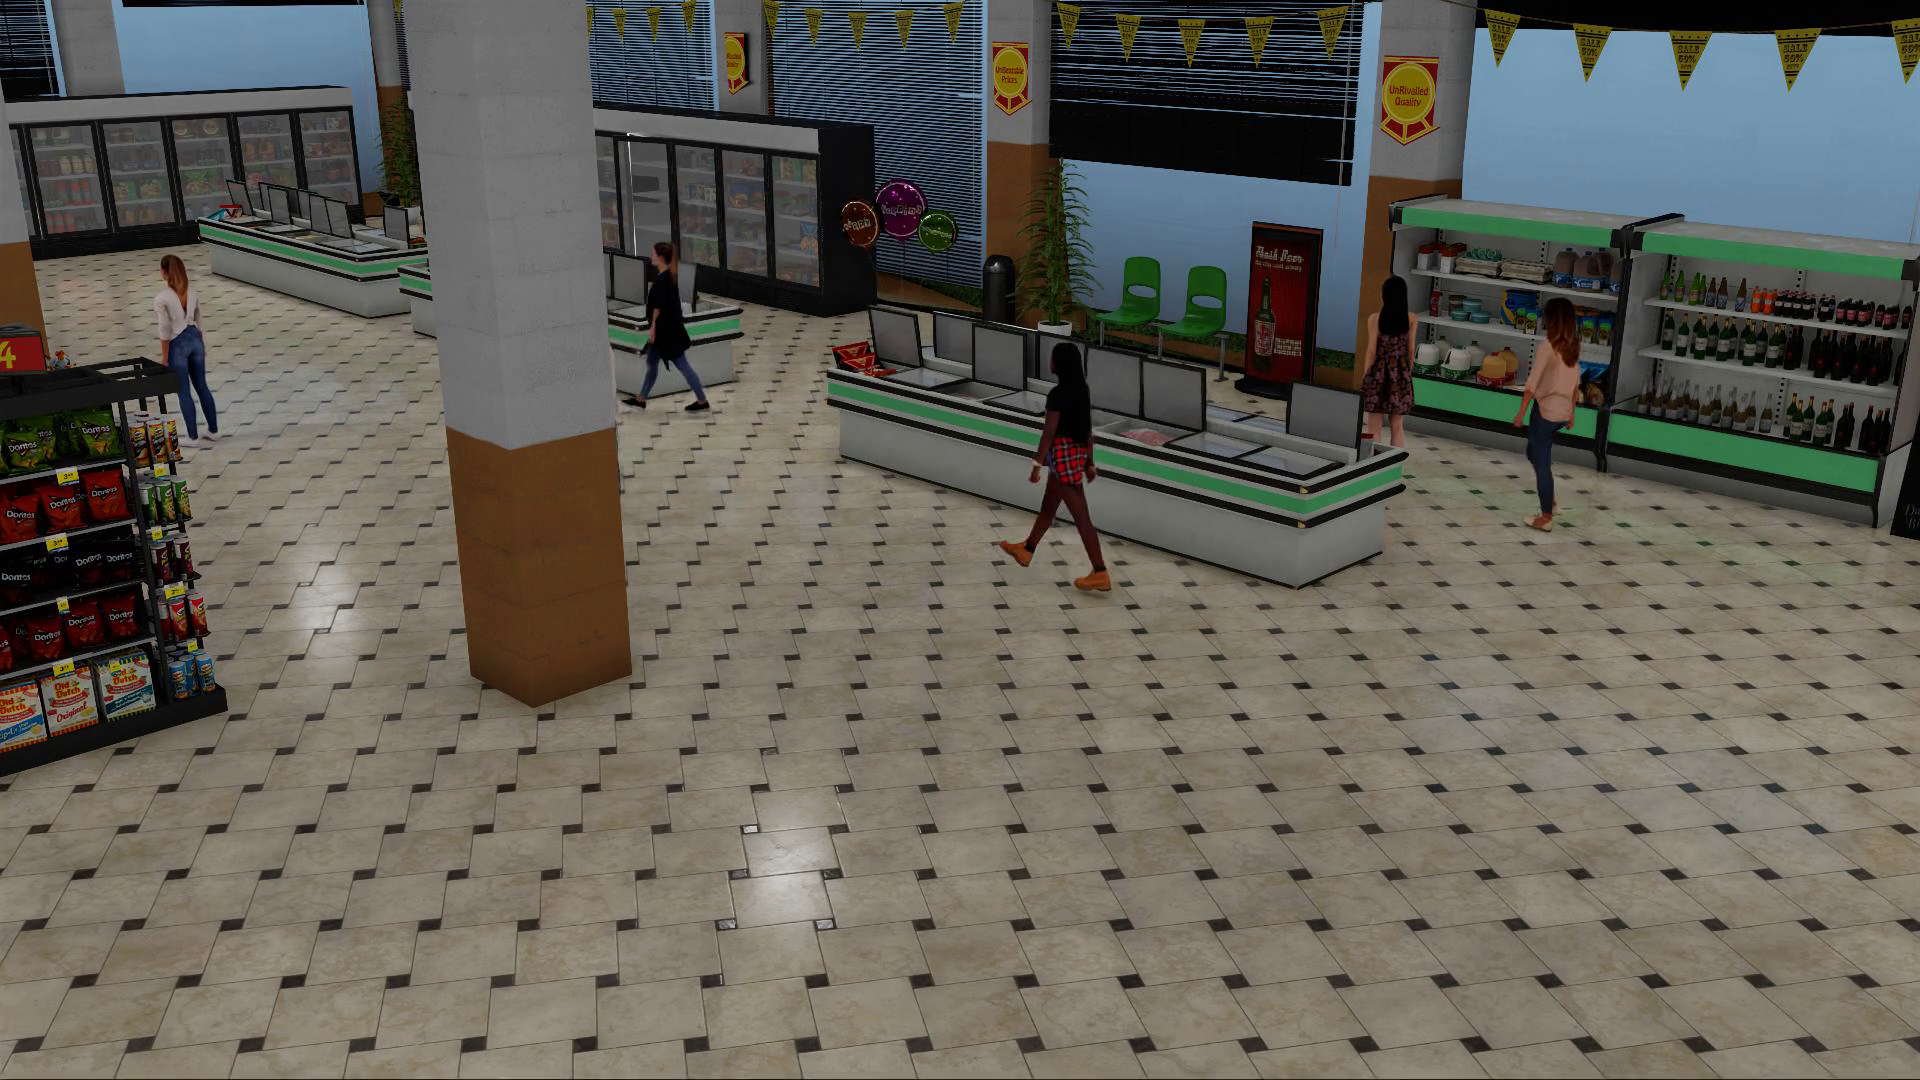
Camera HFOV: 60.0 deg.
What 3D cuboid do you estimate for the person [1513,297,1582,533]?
[{"bbox_3d":[4.479,-0.905,12.445,0.640,1.777,0.643,-12,22,-32],"label":"person"}]

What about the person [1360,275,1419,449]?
[{"bbox_3d":[3.487,-1.281,13.565,0.804,1.774,0.853,-2,19,-6],"label":"person"}]

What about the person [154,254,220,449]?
[{"bbox_3d":[-6.928,-1.692,14.869,0.627,1.719,0.666,9,21,25],"label":"person"}]

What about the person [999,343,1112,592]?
[{"bbox_3d":[0.808,-0.453,11.266,1.242,1.675,0.843,10,21,28],"label":"person"}]

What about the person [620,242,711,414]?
[{"bbox_3d":[-2.692,-1.959,15.797,1.162,1.633,1.072,1,19,3],"label":"person"}]
